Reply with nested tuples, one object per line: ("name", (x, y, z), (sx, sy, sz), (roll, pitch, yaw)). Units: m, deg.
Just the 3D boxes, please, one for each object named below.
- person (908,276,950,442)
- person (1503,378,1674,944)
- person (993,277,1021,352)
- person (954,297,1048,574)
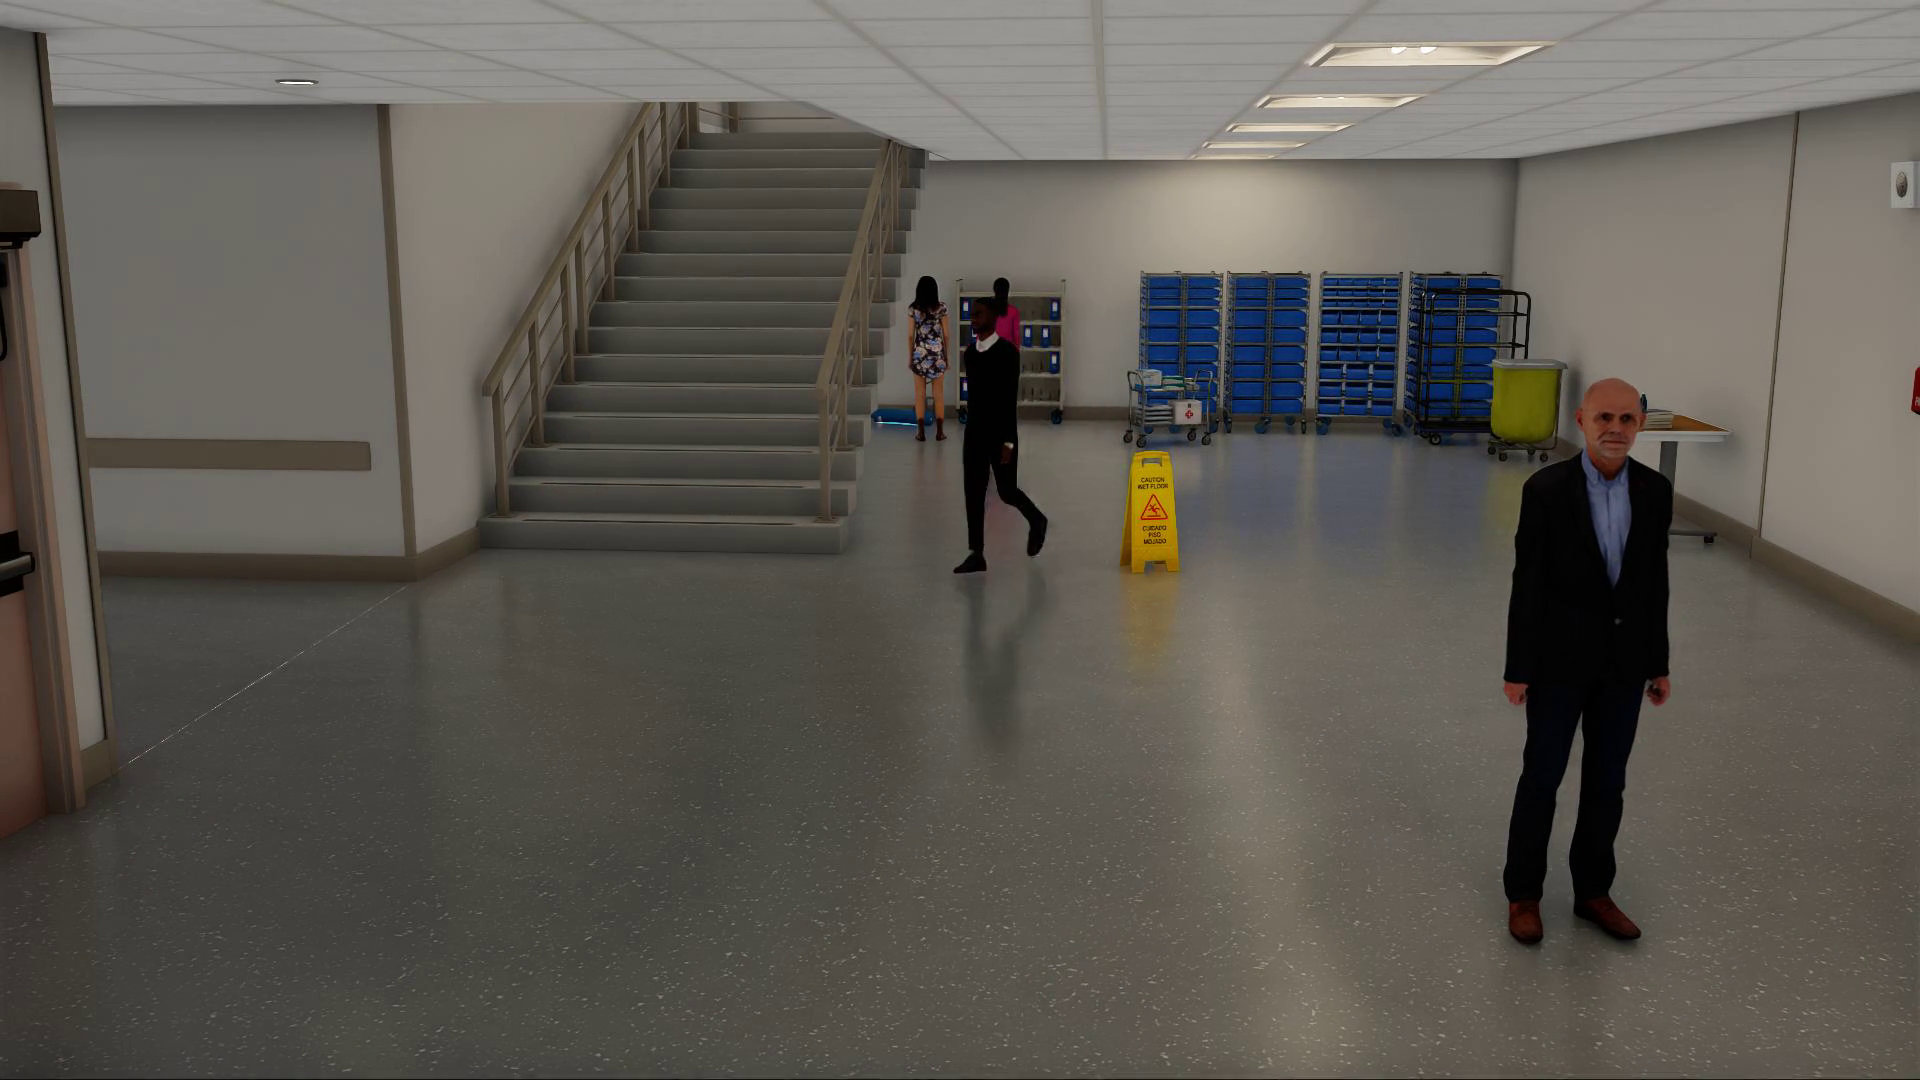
("person", (-0.336, -1.920, 17.580), (0.602, 1.733, 0.540), (0, 11, 0))
("person", (2.001, 0.377, 5.301), (0.721, 1.797, 0.609), (-1, 11, -3))
("person", (0.434, -1.989, 18.037), (0.574, 1.698, 0.563), (0, 11, 2))
("person", (0.282, -0.679, 10.899), (1.019, 1.786, 1.170), (9, 14, 40))
